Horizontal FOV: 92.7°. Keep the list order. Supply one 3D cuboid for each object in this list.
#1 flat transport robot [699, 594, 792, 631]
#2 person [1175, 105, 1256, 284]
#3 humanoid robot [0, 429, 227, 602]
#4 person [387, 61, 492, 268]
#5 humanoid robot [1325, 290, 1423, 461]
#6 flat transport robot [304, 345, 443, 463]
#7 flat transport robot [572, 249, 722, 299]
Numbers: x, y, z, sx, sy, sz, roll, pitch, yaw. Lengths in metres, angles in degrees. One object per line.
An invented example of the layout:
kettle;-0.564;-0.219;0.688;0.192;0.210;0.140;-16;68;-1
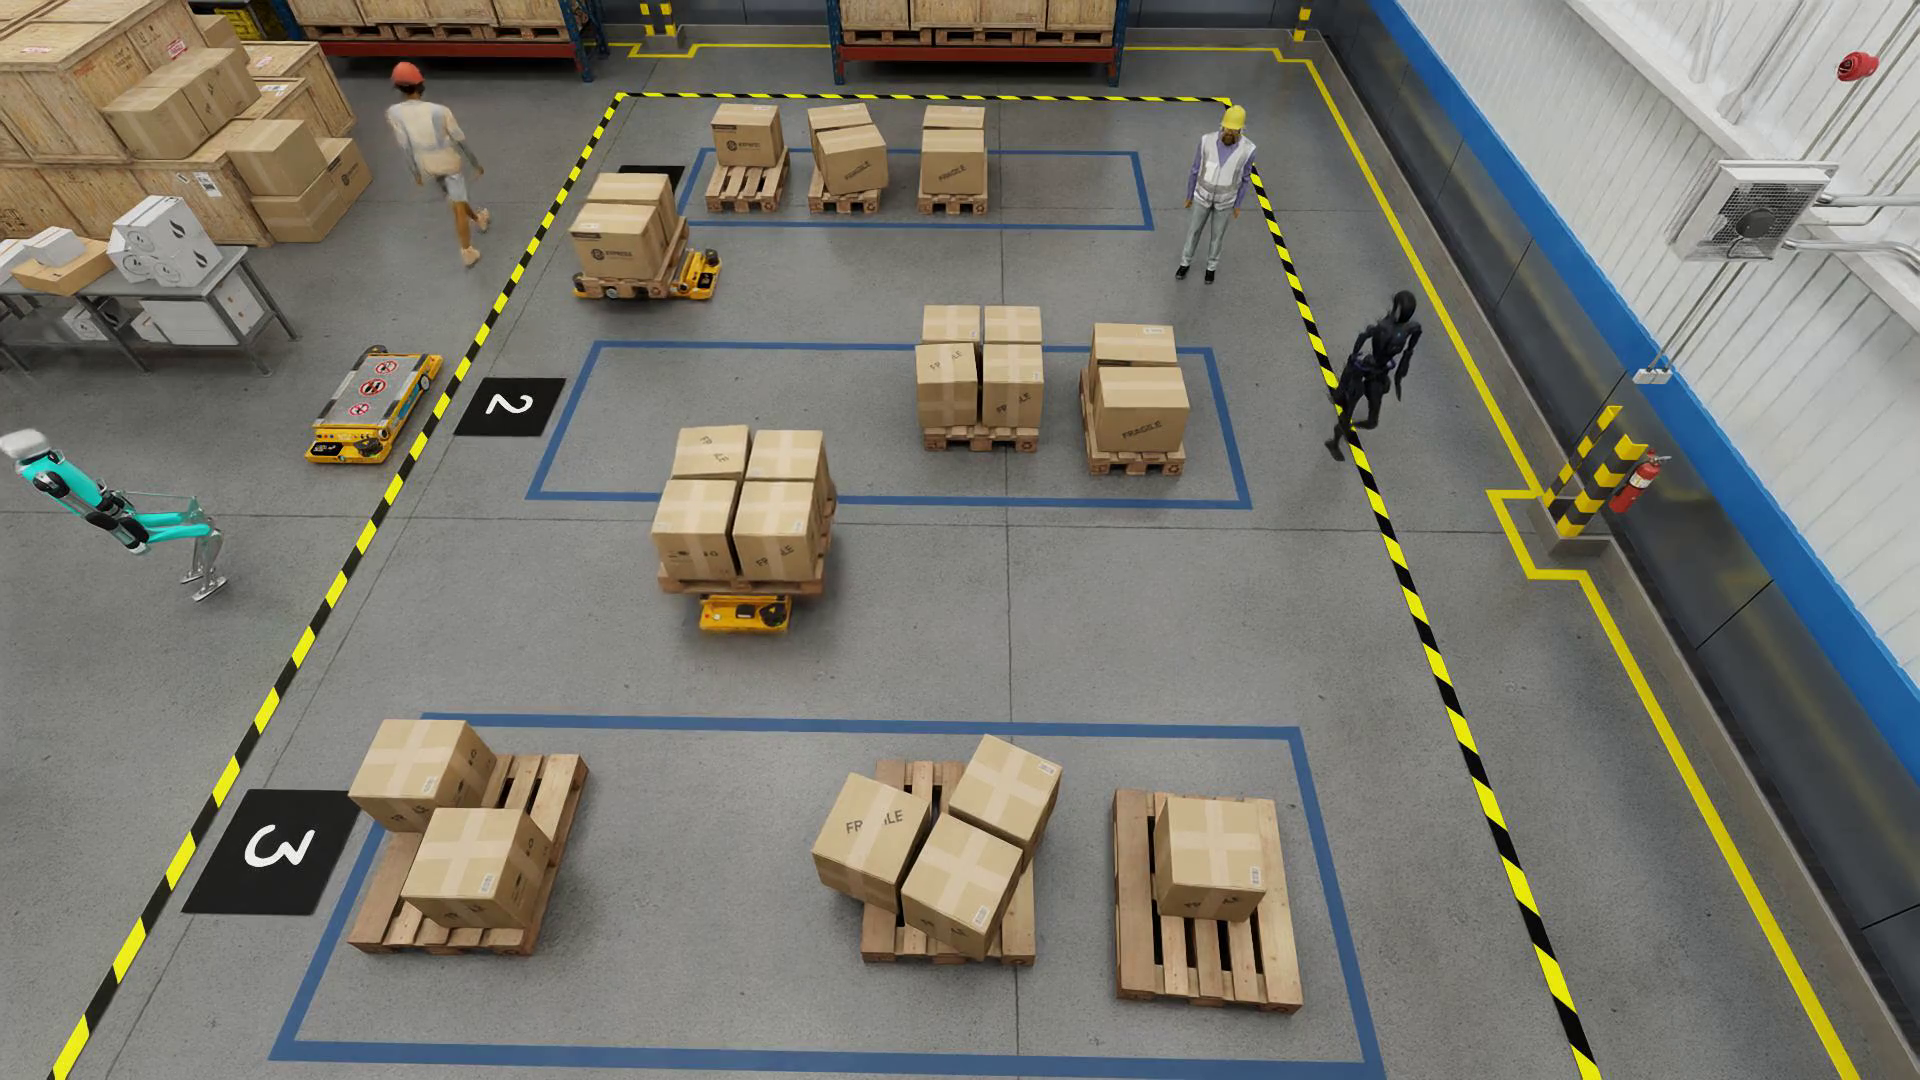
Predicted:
flat transport robot;-1.614;0.081;7.280;0.652;0.197;1.431;1;50;1
person;2.577;-3.467;9.273;0.589;1.837;0.404;15;51;12
humanoid robot;-5.792;-0.238;6.516;0.735;1.681;0.533;-37;59;-27
person;-5.385;-3.946;9.583;0.632;1.983;1.069;-2;50;-2
humanoid robot;3.381;-1.353;7.585;0.595;1.646;0.402;-6;50;-5
flat transport robot;-5.383;-1.269;8.441;0.659;0.231;1.431;1;50;1
flat transport robot;-3.322;-2.849;9.759;1.431;0.197;0.652;1;50;1
